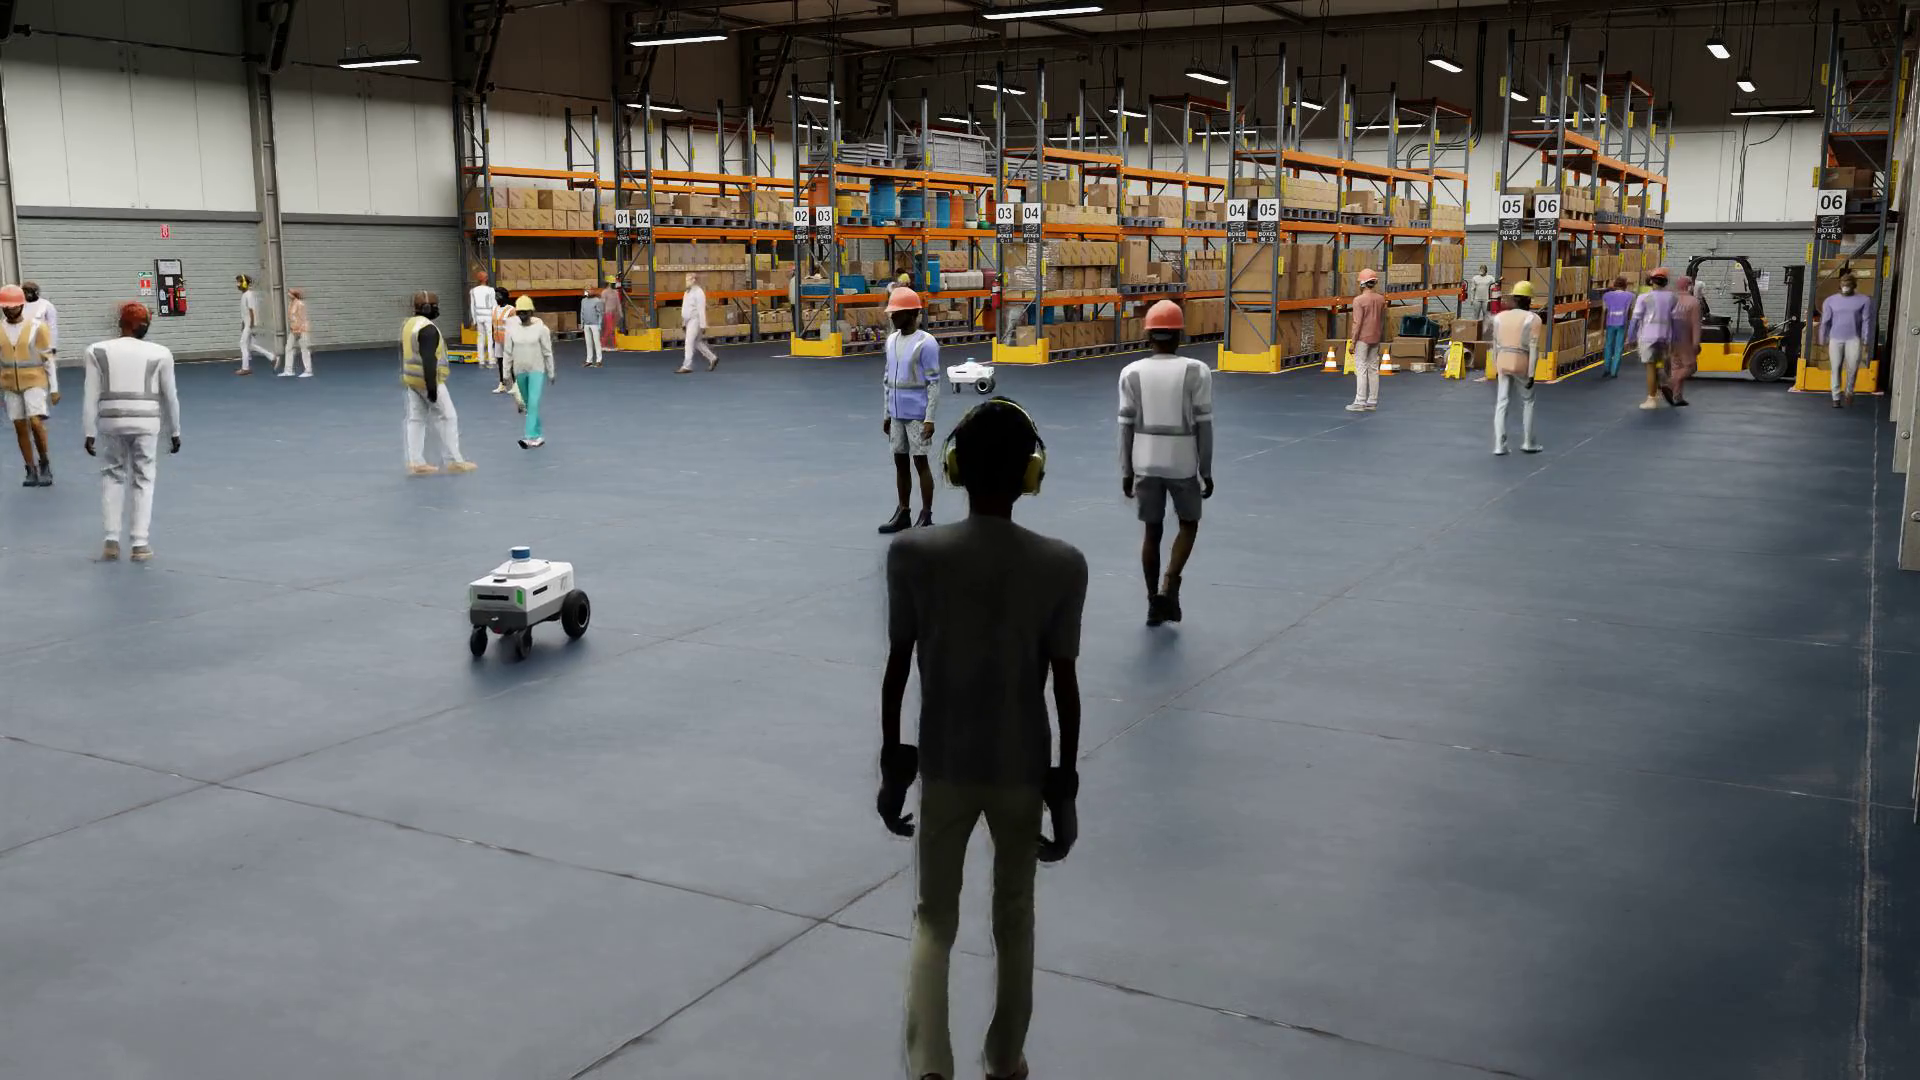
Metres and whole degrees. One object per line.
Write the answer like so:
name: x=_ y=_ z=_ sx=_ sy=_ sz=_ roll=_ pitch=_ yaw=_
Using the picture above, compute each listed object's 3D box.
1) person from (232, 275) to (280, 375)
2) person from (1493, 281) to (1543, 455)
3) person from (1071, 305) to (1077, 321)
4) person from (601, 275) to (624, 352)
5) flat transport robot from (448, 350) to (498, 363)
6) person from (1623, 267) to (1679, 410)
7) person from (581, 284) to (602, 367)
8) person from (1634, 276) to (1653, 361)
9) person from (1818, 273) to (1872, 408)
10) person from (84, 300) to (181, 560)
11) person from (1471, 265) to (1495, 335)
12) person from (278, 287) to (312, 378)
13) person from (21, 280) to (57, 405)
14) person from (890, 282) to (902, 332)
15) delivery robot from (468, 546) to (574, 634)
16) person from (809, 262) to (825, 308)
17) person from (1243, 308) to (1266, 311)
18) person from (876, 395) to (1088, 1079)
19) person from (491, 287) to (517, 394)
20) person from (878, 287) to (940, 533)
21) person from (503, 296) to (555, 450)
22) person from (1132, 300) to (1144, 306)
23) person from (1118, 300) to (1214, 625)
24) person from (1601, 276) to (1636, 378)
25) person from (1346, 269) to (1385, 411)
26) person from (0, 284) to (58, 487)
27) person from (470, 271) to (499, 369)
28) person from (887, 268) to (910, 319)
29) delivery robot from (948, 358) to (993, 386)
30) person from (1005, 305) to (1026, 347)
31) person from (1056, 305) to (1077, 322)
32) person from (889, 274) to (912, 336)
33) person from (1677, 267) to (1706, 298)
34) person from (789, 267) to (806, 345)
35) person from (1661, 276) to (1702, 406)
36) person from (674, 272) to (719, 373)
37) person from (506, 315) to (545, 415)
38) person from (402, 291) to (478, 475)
person: x=-13.007 y=-3.956 z=30.584 sx=0.754 sy=1.843 sz=0.517 roll=-4 pitch=11 yaw=-23
person: x=6.158 y=-1.885 z=18.301 sx=0.593 sy=1.897 sz=0.815 roll=9 pitch=13 yaw=43
person: x=3.463 y=-7.366 z=50.480 sx=0.573 sy=1.874 sz=1.050 roll=7 pitch=12 yaw=37
person: x=-7.888 y=-5.147 z=37.880 sx=0.785 sy=1.729 sz=0.518 roll=4 pitch=11 yaw=25
flat transport robot: x=-10.227 y=-3.769 z=34.079 sx=1.431 sy=0.197 sz=0.652 roll=5 pitch=11 yaw=28
person: x=9.818 y=-2.850 z=23.602 sx=0.647 sy=2.008 sz=0.626 roll=-2 pitch=10 yaw=-12
person: x=-7.247 y=-4.212 z=32.691 sx=0.506 sy=1.632 sz=0.268 roll=5 pitch=11 yaw=28
person: x=14.338 y=-4.617 z=34.657 sx=0.621 sy=1.784 sz=1.008 roll=5 pitch=11 yaw=28
person: x=12.640 y=-2.839 z=23.798 sx=0.664 sy=1.925 sz=0.484 roll=5 pitch=11 yaw=29
person: x=-5.949 y=-0.788 z=11.982 sx=0.597 sy=1.854 sz=0.499 roll=-3 pitch=10 yaw=-18
person: x=14.479 y=-6.655 z=46.111 sx=0.634 sy=1.933 sz=0.352 roll=5 pitch=11 yaw=28
person: x=-11.935 y=-3.698 z=29.699 sx=0.674 sy=1.614 sz=0.540 roll=-9 pitch=13 yaw=-42
person: x=-13.543 y=-2.877 z=24.348 sx=0.640 sy=1.841 sz=0.614 roll=0 pitch=10 yaw=3
person: x=-1.263 y=-4.740 z=35.844 sx=0.538 sy=1.615 sz=0.392 roll=7 pitch=12 yaw=35
delivery robot: x=-2.439 y=0.280 z=9.268 sx=0.477 sy=0.478 sz=0.707 roll=2 pitch=10 yaw=11
person: x=-4.124 y=-6.972 z=47.736 sx=0.622 sy=2.020 sz=0.788 roll=5 pitch=11 yaw=29
person: x=6.930 y=-5.355 z=39.321 sx=0.552 sy=1.646 sz=0.864 roll=7 pitch=12 yaw=35
person: x=0.041 y=0.584 z=4.000 sx=0.515 sy=1.854 sz=0.747 roll=1 pitch=10 yaw=5
person: x=-7.178 y=-3.138 z=26.218 sx=0.539 sy=1.695 sz=0.318 roll=5 pitch=11 yaw=28
person: x=-0.412 y=-0.987 z=12.919 sx=0.375 sy=1.935 sz=0.551 roll=-9 pitch=14 yaw=-44
person: x=-4.889 y=-1.878 z=18.747 sx=0.547 sy=1.715 sz=0.918 roll=1 pitch=10 yaw=8
person: x=5.439 y=-7.257 z=49.766 sx=0.655 sy=1.902 sz=0.896 roll=4 pitch=10 yaw=21
person: x=1.205 y=-0.439 z=9.751 sx=0.575 sy=1.921 sz=0.447 roll=3 pitch=10 yaw=16
person: x=11.874 y=-3.842 z=30.008 sx=0.562 sy=1.804 sz=0.900 roll=5 pitch=11 yaw=26
person: x=5.720 y=-2.815 z=23.450 sx=0.622 sy=1.993 sz=0.381 roll=-7 pitch=12 yaw=-37
person: x=-8.817 y=-1.436 z=15.616 sx=0.560 sy=1.910 sz=0.561 roll=-2 pitch=10 yaw=-10
person: x=-9.180 y=-4.253 z=32.198 sx=0.582 sy=1.882 sz=0.342 roll=3 pitch=10 yaw=19
person: x=-1.344 y=-5.095 z=37.045 sx=0.587 sy=1.913 sz=0.391 roll=5 pitch=11 yaw=27
delivery robot: x=0.163 y=-2.641 z=26.371 sx=0.707 sy=0.478 sz=0.477 roll=1 pitch=10 yaw=9
person: x=1.270 y=-4.998 z=37.151 sx=0.489 sy=1.691 sz=0.943 roll=5 pitch=11 yaw=26
person: x=2.877 y=-6.377 z=44.861 sx=0.510 sy=1.800 sz=0.931 roll=5 pitch=11 yaw=27
person: x=-1.207 y=-4.905 z=36.300 sx=0.927 sy=1.783 sz=0.604 roll=-4 pitch=11 yaw=-24
person: x=17.145 y=-5.457 z=39.079 sx=0.634 sy=1.944 sz=0.631 roll=3 pitch=10 yaw=20
person: x=-4.022 y=-5.753 z=40.839 sx=0.383 sy=1.943 sz=0.720 roll=3 pitch=10 yaw=17
person: x=10.390 y=-2.859 z=24.014 sx=0.590 sy=1.890 sz=0.659 roll=-4 pitch=10 yaw=-22
person: x=-4.941 y=-4.066 z=31.134 sx=0.868 sy=1.881 sz=0.646 roll=-5 pitch=11 yaw=-28
person: x=-5.959 y=-2.526 z=22.847 sx=0.536 sy=1.612 sz=0.511 roll=-1 pitch=10 yaw=-8
person: x=-5.181 y=-1.555 z=16.576 sx=0.756 sy=1.819 sz=0.654 roll=-7 pitch=12 yaw=-37
